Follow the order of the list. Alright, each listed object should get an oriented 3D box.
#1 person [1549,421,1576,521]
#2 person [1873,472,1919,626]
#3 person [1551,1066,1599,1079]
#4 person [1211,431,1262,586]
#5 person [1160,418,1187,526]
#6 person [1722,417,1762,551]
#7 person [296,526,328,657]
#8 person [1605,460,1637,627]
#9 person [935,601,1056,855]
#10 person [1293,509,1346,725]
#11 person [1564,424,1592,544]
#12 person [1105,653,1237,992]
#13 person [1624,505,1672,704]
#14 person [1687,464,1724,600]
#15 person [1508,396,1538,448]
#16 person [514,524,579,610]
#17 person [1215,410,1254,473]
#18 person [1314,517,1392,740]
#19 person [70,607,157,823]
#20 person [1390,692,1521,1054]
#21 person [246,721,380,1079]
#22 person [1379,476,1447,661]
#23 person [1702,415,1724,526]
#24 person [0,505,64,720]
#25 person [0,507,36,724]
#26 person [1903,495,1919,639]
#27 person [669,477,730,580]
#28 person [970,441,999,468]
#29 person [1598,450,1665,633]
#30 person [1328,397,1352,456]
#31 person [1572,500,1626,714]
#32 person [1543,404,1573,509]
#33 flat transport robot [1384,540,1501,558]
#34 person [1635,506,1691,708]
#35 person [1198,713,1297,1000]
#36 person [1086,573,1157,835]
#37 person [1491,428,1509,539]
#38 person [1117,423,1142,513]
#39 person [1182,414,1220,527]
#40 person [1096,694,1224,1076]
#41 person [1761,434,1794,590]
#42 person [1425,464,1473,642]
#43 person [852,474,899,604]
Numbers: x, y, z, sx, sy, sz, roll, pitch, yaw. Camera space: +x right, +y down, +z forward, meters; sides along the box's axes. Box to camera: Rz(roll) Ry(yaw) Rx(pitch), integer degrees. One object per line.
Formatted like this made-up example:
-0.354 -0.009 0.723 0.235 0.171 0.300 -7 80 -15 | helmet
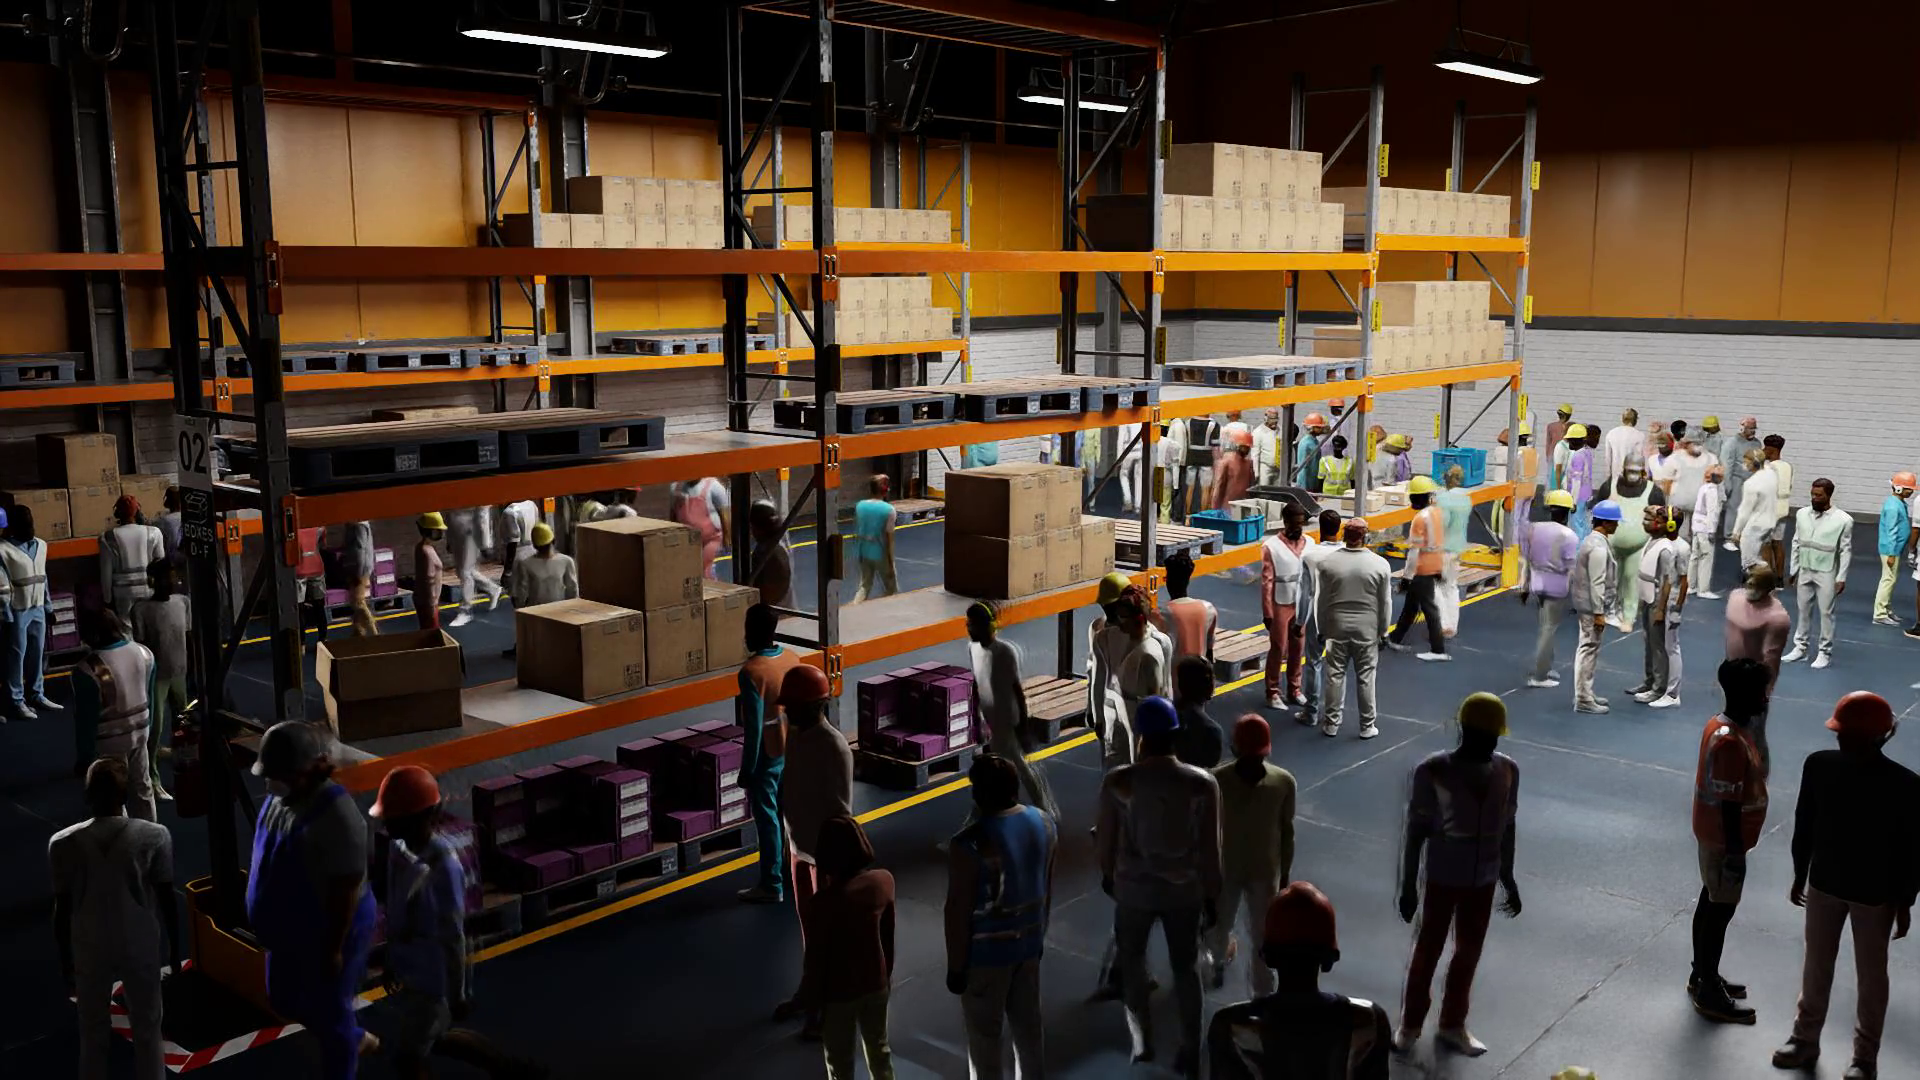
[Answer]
8.495 -0.752 23.391 0.349 1.839 0.504 7 12 37 | person
10.482 0.094 18.629 0.354 1.738 0.573 6 11 33 | person
1.723 2.406 4.743 0.592 1.786 0.963 1 10 3 | person
3.554 -0.411 21.057 0.639 1.929 1.023 -8 12 -39 | person
3.275 -1.178 25.450 0.382 1.993 0.622 0 10 1 | person
11.033 -0.784 23.419 0.651 1.897 0.395 -4 10 -22 | person
-6.783 0.354 17.190 0.318 1.700 0.535 8 12 39 | person
7.443 0.001 18.626 0.383 1.924 0.589 9 13 42 | person
0.267 1.266 11.592 1.147 1.765 0.536 -7 12 -35 | person
3.231 0.683 14.619 0.598 1.907 0.409 -3 10 -17 | person
8.213 -0.589 22.186 0.394 1.918 0.592 5 11 29 | person
1.217 1.584 9.327 0.955 1.894 0.636 -7 12 -35 | person
6.430 0.591 15.334 0.391 1.846 0.564 2 10 10 | person
9.028 -0.106 20.140 0.320 1.628 0.526 2 10 12 | person
9.366 -1.504 27.771 0.574 1.876 0.354 -4 10 -20 | person
-3.777 0.672 15.286 0.593 1.693 0.940 -4 10 -24 | person
4.244 -1.157 25.723 0.624 1.869 0.388 -2 10 -11 | person
3.349 0.754 14.188 0.645 1.908 0.408 3 10 17 | person
-5.548 1.341 10.890 0.429 1.838 0.621 3 10 16 | person
2.536 1.710 8.525 0.704 1.898 0.388 -2 10 -11 | person
-3.007 1.764 7.752 0.698 2.000 0.586 7 12 38 | person
4.654 0.279 17.084 0.876 1.885 0.624 6 11 32 | person
11.547 -1.065 25.587 0.397 1.725 0.550 0 10 -3 | person
-8.372 0.631 14.879 0.392 1.920 0.587 2 10 13 | person
-8.504 0.647 14.707 0.398 1.943 0.615 3 10 18 | person
10.531 0.103 17.936 0.610 1.958 0.367 0 10 0 | person
-2.936 -0.113 18.958 0.701 2.000 0.968 4 10 23 | person
0.444 -1.094 25.368 0.790 1.869 0.681 7 12 37 | person
7.345 -0.002 18.296 0.706 2.000 0.574 5 11 30 | person
6.026 -1.351 26.657 0.373 1.934 0.551 9 13 43 | person
5.748 0.597 15.033 0.419 1.939 0.607 3 10 16 | person
9.820 -1.348 27.192 0.342 1.755 0.532 -7 12 -36 | person
6.584 0.149 22.668 1.431 0.197 0.652 8 12 39 | flat transport robot
6.463 0.605 15.207 0.330 1.865 0.518 1 10 3 | person
1.519 1.728 8.971 0.564 1.711 0.879 0 10 1 | person
1.121 1.168 11.707 0.591 1.912 0.399 8 13 41 | person
8.005 -0.827 24.438 0.287 1.634 0.497 -2 10 -10 | person
2.791 -1.379 27.003 0.628 1.871 0.509 -4 10 -20 | person
3.684 -1.189 25.426 0.613 2.032 0.411 5 11 27 | person
1.003 1.726 8.325 0.632 1.921 0.464 0 10 0 | person
10.012 -0.329 20.528 0.608 1.955 0.376 -7 12 -35 | person
5.268 0.147 17.867 0.423 1.901 0.736 9 13 42 | person
-0.922 0.187 17.872 0.583 1.800 0.911 8 12 39 | person
